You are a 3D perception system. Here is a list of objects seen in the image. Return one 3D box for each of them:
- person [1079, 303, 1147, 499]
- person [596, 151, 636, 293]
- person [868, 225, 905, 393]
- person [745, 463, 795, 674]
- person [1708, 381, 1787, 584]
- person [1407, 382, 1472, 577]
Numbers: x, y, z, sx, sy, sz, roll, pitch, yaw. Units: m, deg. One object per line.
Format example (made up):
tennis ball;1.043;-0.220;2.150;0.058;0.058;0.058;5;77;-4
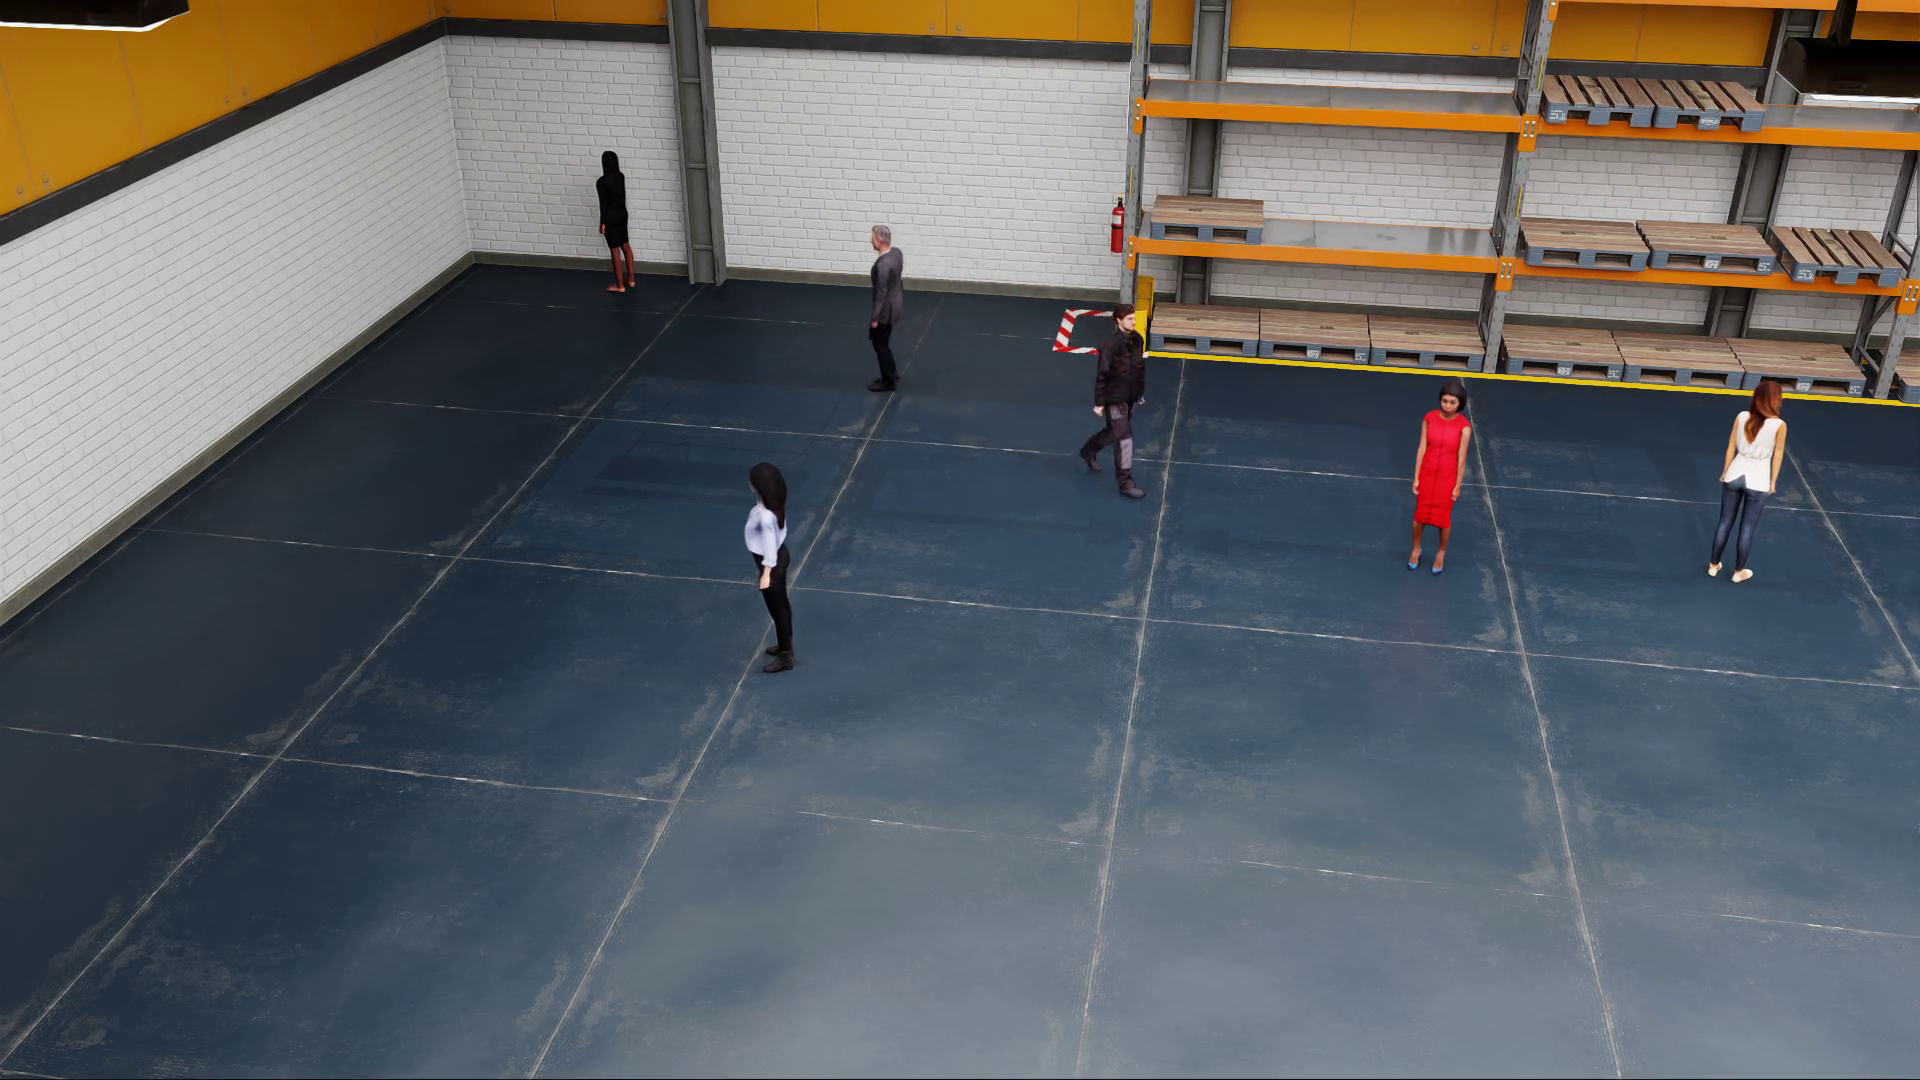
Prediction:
person;1.402;-1.328;15.366;1.281;1.805;1.121;24;37;37
person;-4.172;-3.862;20.102;0.632;1.719;0.676;16;32;27
person;-0.697;-2.385;17.294;0.613;1.814;0.768;5;29;10
person;-1.413;0.200;12.627;0.594;1.746;0.677;1;29;2
person;6.545;-0.480;13.834;0.635;1.784;0.736;25;37;37
person;4.010;-0.517;13.946;0.559;1.741;0.683;16;33;27
